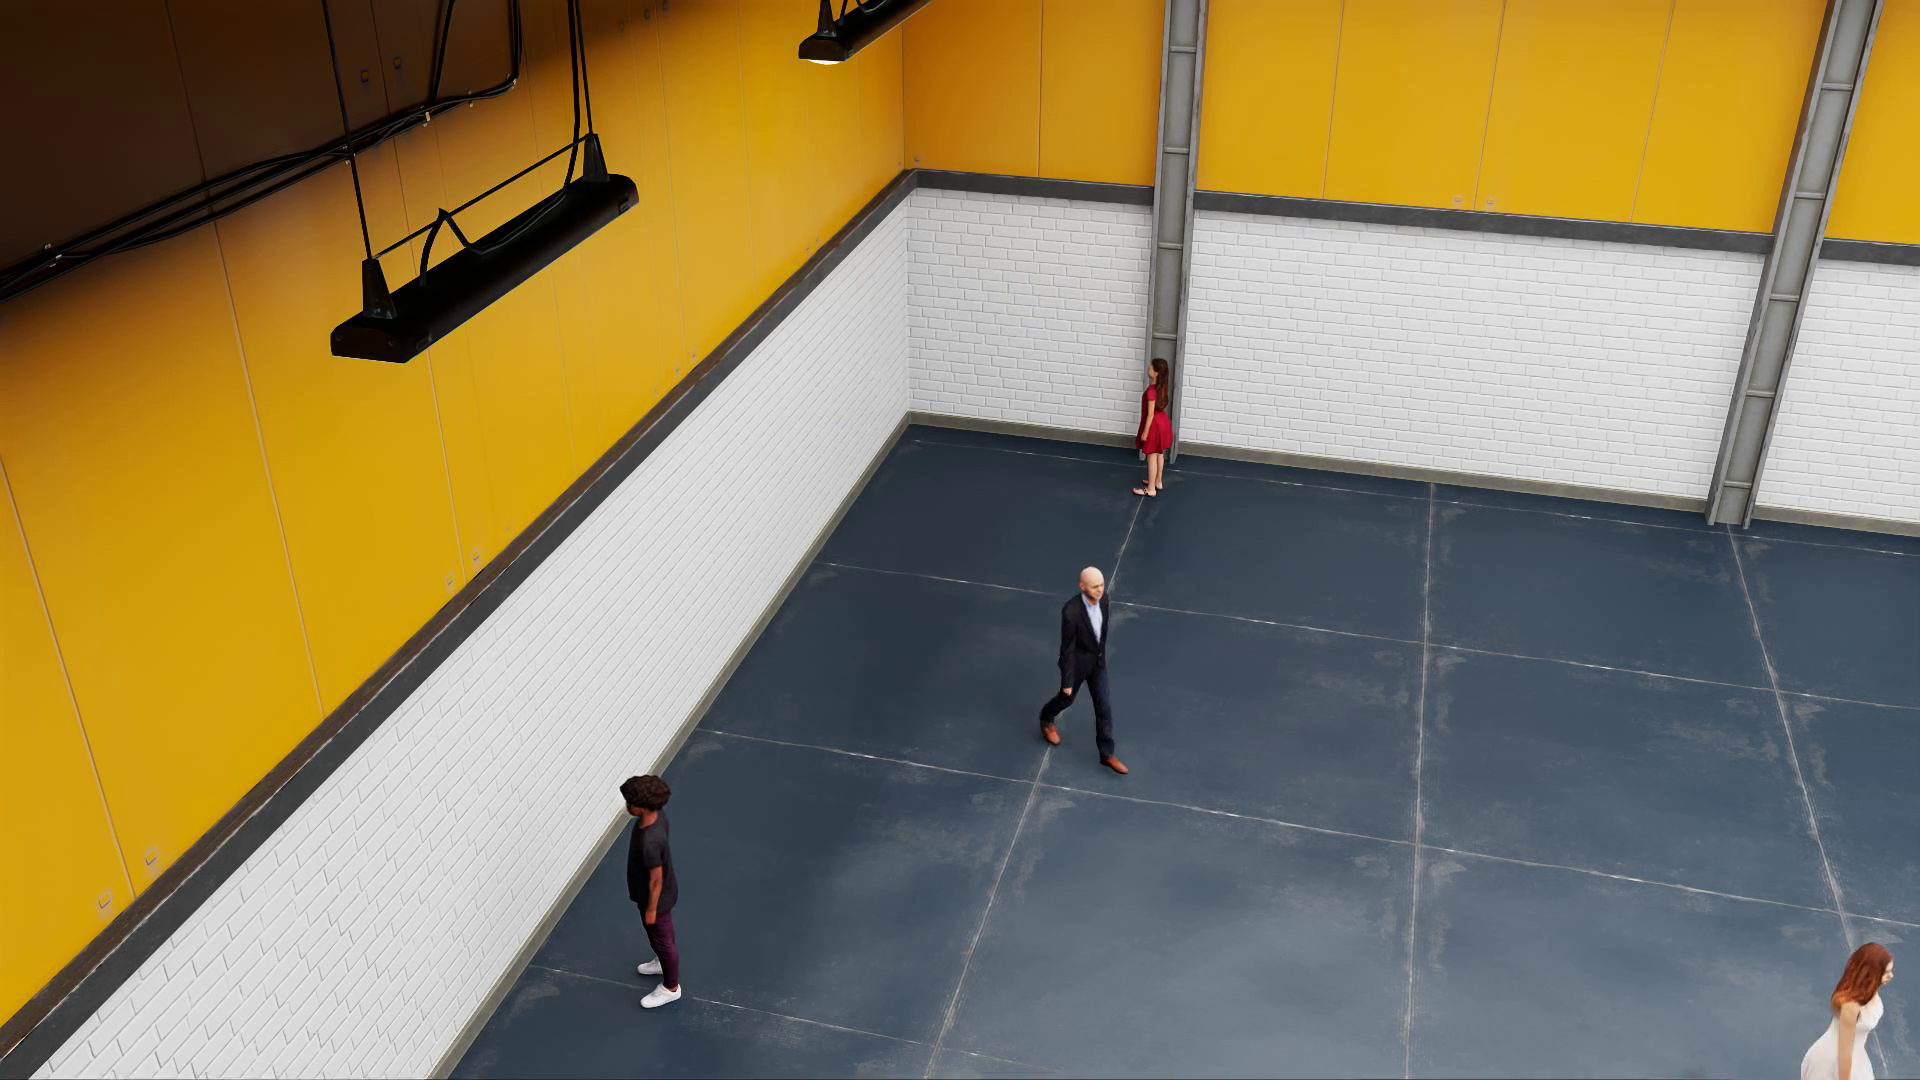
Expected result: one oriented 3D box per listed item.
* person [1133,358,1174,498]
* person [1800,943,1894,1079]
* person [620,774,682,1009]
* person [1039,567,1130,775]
[{"bbox_3d":[2.072,-1.215,17.673,0.667,1.551,0.605,15,32,26],"label":"person"},{"bbox_3d":[5.077,3.001,9.790,0.679,1.698,0.728,-21,35,-33],"label":"person"},{"bbox_3d":[-2.026,2.285,11.012,0.729,1.784,0.711,-6,29,-11],"label":"person"},{"bbox_3d":[0.940,0.978,13.422,1.163,1.771,1.310,-21,35,-33],"label":"person"}]
